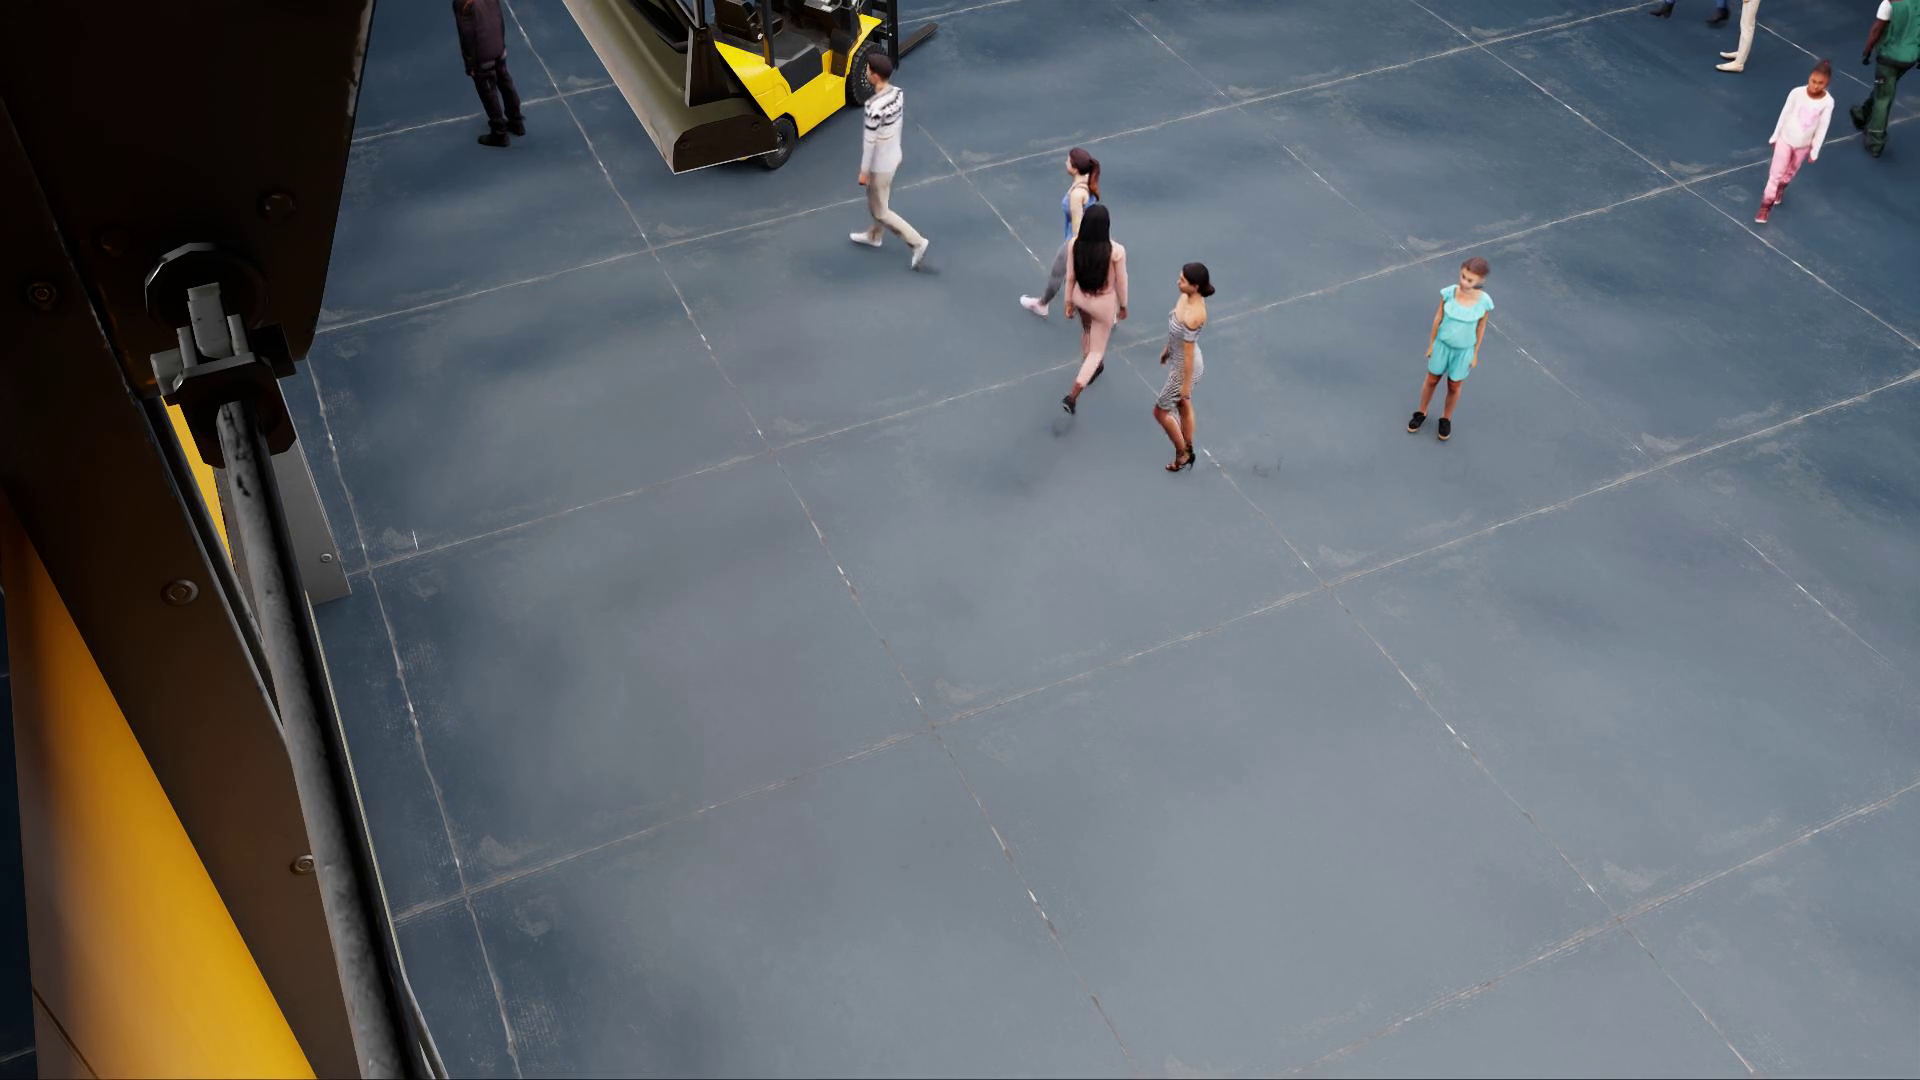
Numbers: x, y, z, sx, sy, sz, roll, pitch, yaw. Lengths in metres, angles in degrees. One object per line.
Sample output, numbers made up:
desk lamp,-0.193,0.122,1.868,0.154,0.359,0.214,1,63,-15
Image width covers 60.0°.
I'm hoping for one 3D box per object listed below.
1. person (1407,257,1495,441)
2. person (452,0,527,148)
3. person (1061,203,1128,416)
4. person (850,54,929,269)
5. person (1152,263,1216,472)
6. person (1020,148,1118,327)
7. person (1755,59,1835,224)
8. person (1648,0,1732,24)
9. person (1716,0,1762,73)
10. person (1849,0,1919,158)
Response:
person,3.659,-1.437,12.299,0.630,1.558,0.702,19,47,19
person,-4.369,-4.518,15.341,0.814,1.823,0.794,21,47,20
person,0.976,-1.698,12.473,1.108,1.696,1.062,22,48,22
person,-0.588,-3.149,13.887,1.139,1.846,1.083,15,46,15
person,1.691,-1.194,11.862,0.768,1.810,0.673,3,44,3
person,1.020,-2.365,13.264,1.112,1.571,1.003,18,46,18
person,7.364,-3.542,14.617,0.981,1.408,0.984,19,47,19
person,7.808,-6.056,17.122,1.002,1.593,1.075,4,44,4
person,7.884,-5.486,16.450,0.760,1.694,0.711,17,46,17
person,8.583,-4.358,15.196,0.953,1.791,1.124,0,44,0
